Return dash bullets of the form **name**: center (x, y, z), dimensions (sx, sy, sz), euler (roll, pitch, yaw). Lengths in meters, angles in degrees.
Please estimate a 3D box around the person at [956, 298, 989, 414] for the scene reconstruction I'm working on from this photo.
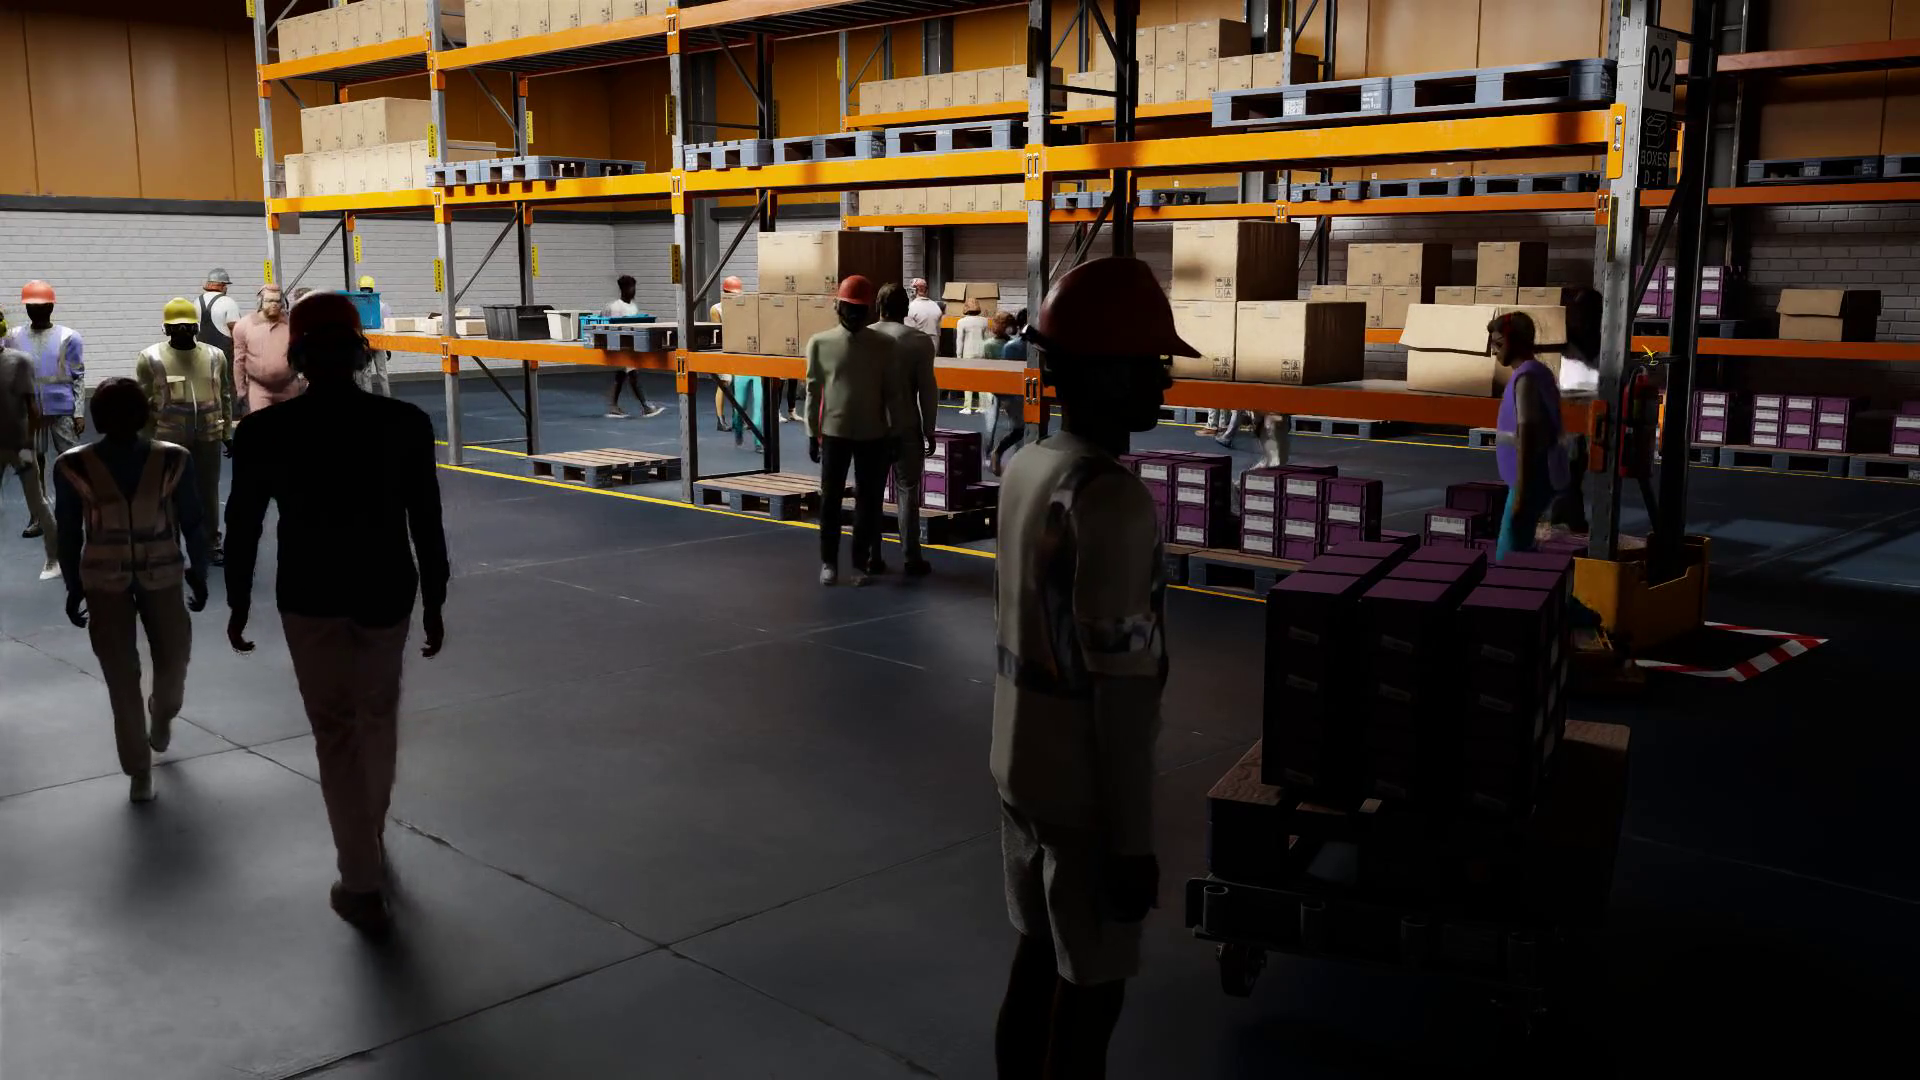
- **person**: center (0.179, -2.567, 23.233), dimensions (0.493, 1.625, 0.281), euler (-4, 10, -23)

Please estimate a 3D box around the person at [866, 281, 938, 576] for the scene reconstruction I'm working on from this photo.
- **person**: center (-0.450, -0.727, 10.977), dimensions (0.637, 1.938, 0.355), euler (3, 10, 15)

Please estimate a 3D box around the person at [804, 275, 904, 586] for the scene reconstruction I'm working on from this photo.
- **person**: center (-0.663, -0.676, 10.533), dimensions (0.628, 1.975, 0.469), euler (-1, 9, -8)

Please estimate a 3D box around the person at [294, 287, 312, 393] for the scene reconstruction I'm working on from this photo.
- **person**: center (-8.285, -2.321, 21.238), dimensions (0.942, 1.782, 0.672), euler (-1, 9, -9)

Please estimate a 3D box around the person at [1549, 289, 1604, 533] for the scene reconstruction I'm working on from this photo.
- **person**: center (4.336, -0.780, 11.494), dimensions (0.626, 1.868, 0.973), euler (-1, 9, -9)

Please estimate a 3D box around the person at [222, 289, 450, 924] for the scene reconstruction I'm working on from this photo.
- **person**: center (-2.025, 0.182, 5.376), dimensions (0.643, 1.943, 0.982), euler (-6, 11, -30)

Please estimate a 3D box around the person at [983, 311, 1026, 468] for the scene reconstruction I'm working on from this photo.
- **person**: center (0.478, -1.480, 16.635), dimensions (0.517, 1.587, 0.832), euler (-6, 11, -34)

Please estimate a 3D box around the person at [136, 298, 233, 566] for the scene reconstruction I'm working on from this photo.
- **person**: center (-5.199, -0.711, 11.211), dimensions (0.601, 1.830, 0.404), euler (-7, 12, -39)

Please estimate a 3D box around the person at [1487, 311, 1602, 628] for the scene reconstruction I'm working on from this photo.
- **person**: center (2.927, -0.251, 8.452), dimensions (0.571, 1.807, 0.652), euler (3, 10, 18)

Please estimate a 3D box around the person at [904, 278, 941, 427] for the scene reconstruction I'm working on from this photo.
- **person**: center (-0.511, -2.276, 20.592), dimensions (0.403, 1.906, 0.691), euler (7, 12, 38)

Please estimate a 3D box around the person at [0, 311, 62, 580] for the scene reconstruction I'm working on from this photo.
- **person**: center (-6.024, -0.586, 10.508), dimensions (0.508, 1.820, 0.996), euler (0, 9, -3)

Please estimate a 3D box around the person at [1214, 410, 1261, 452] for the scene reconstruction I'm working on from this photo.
- **person**: center (3.209, -1.831, 18.418), dimensions (0.525, 1.721, 0.908), euler (-6, 11, -32)

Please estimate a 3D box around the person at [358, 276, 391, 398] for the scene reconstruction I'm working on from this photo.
- **person**: center (-8.108, -2.657, 22.848), dimensions (0.589, 1.927, 0.385), euler (-6, 11, -33)

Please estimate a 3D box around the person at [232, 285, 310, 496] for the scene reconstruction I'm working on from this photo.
- **person**: center (-6.128, -1.340, 14.927), dimensions (0.672, 1.868, 0.818), euler (-5, 11, -29)

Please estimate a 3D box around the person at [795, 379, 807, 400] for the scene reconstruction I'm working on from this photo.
- **person**: center (-2.415, -3.065, 25.456), dimensions (0.569, 1.888, 0.957), euler (-7, 11, -36)

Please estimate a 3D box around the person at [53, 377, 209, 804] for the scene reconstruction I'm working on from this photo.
- **person**: center (-3.219, 0.164, 6.491), dimensions (0.523, 1.618, 0.637), euler (-5, 11, -30)

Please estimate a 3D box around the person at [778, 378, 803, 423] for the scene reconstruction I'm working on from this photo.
- **person**: center (-2.282, -2.387, 21.926), dimensions (0.321, 1.689, 0.530), euler (8, 12, 39)

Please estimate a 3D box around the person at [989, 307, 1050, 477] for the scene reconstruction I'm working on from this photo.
- **person**: center (0.568, -1.338, 15.535), dimensions (0.540, 1.682, 0.626), euler (-7, 11, -35)

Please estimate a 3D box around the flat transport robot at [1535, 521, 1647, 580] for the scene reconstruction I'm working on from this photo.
- **flat transport robot**: center (4.150, 0.061, 11.250), dimensions (0.652, 0.197, 1.431), euler (-4, 10, -24)

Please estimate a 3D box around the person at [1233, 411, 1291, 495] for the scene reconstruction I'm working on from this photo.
- **person**: center (2.488, -0.991, 13.567), dimensions (0.500, 1.618, 0.542), euler (8, 12, 40)

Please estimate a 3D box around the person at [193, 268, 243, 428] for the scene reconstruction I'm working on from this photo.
- **person**: center (-9.417, -2.457, 21.280), dimensions (0.688, 2.000, 0.536), euler (3, 10, 20)

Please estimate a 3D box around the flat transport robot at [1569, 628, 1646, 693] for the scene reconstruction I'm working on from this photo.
- **flat transport robot**: center (2.602, 0.550, 8.250), dimensions (1.431, 0.197, 0.652), euler (3, 10, 16)

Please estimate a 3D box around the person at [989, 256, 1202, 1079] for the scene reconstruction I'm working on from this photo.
- **person**: center (0.262, 0.474, 3.296), dimensions (0.395, 2.044, 0.609), euler (-3, 10, -16)

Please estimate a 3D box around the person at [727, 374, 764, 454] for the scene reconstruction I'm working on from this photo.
- **person**: center (-2.319, -1.836, 18.378), dimensions (0.532, 1.751, 0.574), euler (-3, 10, -15)

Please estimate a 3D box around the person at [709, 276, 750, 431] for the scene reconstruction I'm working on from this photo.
- **person**: center (-2.855, -2.325, 20.793), dimensions (0.543, 1.934, 0.362), euler (-9, 13, -44)

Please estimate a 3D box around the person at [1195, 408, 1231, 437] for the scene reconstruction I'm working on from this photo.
- **person**: center (3.096, -2.215, 20.104), dimensions (0.372, 1.940, 0.631), euler (8, 12, 42)

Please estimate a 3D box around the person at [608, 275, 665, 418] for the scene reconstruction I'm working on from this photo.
- **person**: center (-4.397, -2.600, 22.492), dimensions (0.960, 1.921, 0.633), euler (2, 10, 13)

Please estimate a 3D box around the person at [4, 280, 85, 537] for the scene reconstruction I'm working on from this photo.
- **person**: center (-6.902, -0.987, 12.572), dimensions (0.545, 1.941, 0.350), euler (-3, 10, -16)

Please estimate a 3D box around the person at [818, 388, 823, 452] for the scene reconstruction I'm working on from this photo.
- **person**: center (-1.320, -1.789, 18.186), dimensions (0.522, 1.718, 0.933), euler (-6, 11, -32)
